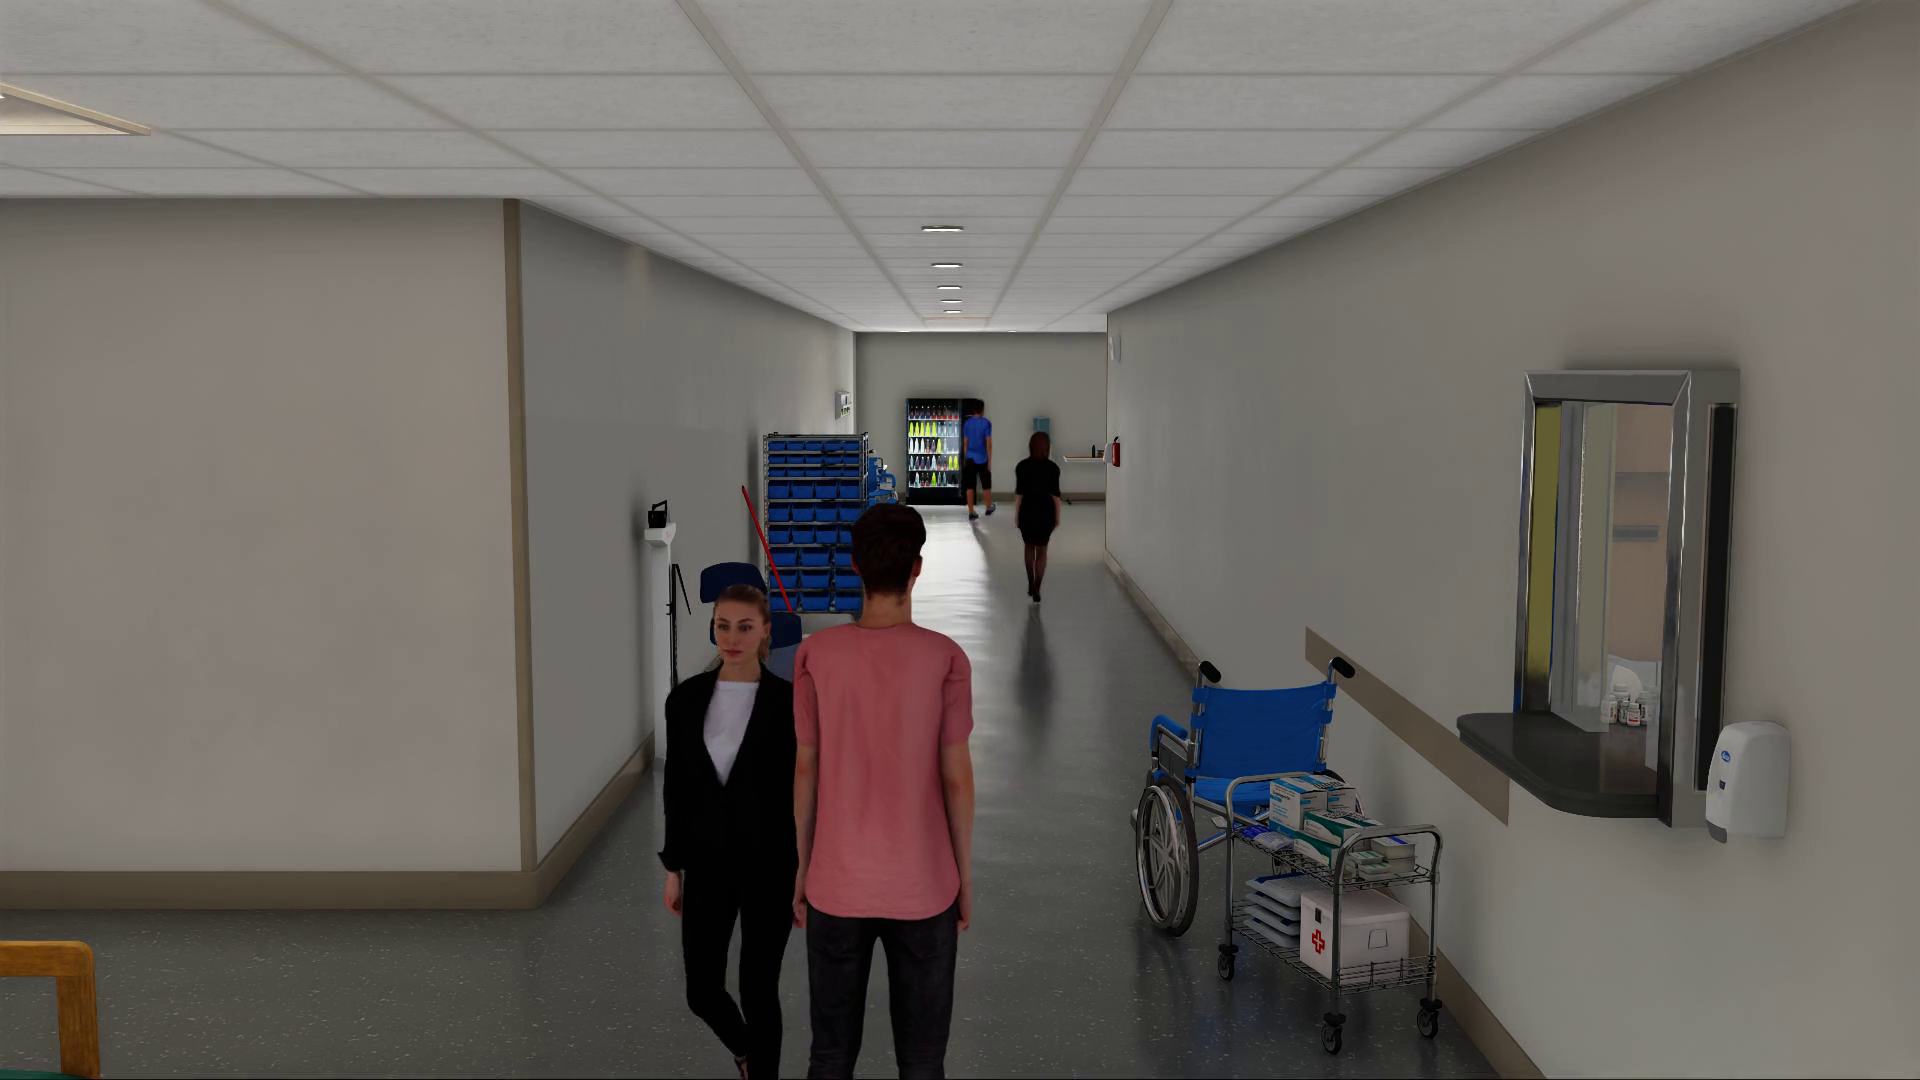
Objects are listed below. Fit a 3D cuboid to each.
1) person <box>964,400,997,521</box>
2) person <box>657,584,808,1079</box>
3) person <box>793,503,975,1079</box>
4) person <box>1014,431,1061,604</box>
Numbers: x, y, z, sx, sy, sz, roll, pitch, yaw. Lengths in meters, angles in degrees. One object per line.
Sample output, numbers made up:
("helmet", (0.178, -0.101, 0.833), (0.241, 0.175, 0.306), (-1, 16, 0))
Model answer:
("person", (0.231, -1.193, 25.453), (1.151, 1.828, 0.920), (2, 6, 17))
("person", (-0.604, 0.956, 4.771), (0.700, 1.692, 0.777), (1, 6, 7))
("person", (-0.205, 0.878, 4.215), (0.503, 1.958, 0.695), (0, 6, 5))
("person", (0.753, -0.213, 16.390), (0.611, 1.693, 0.703), (1, 6, 9))
